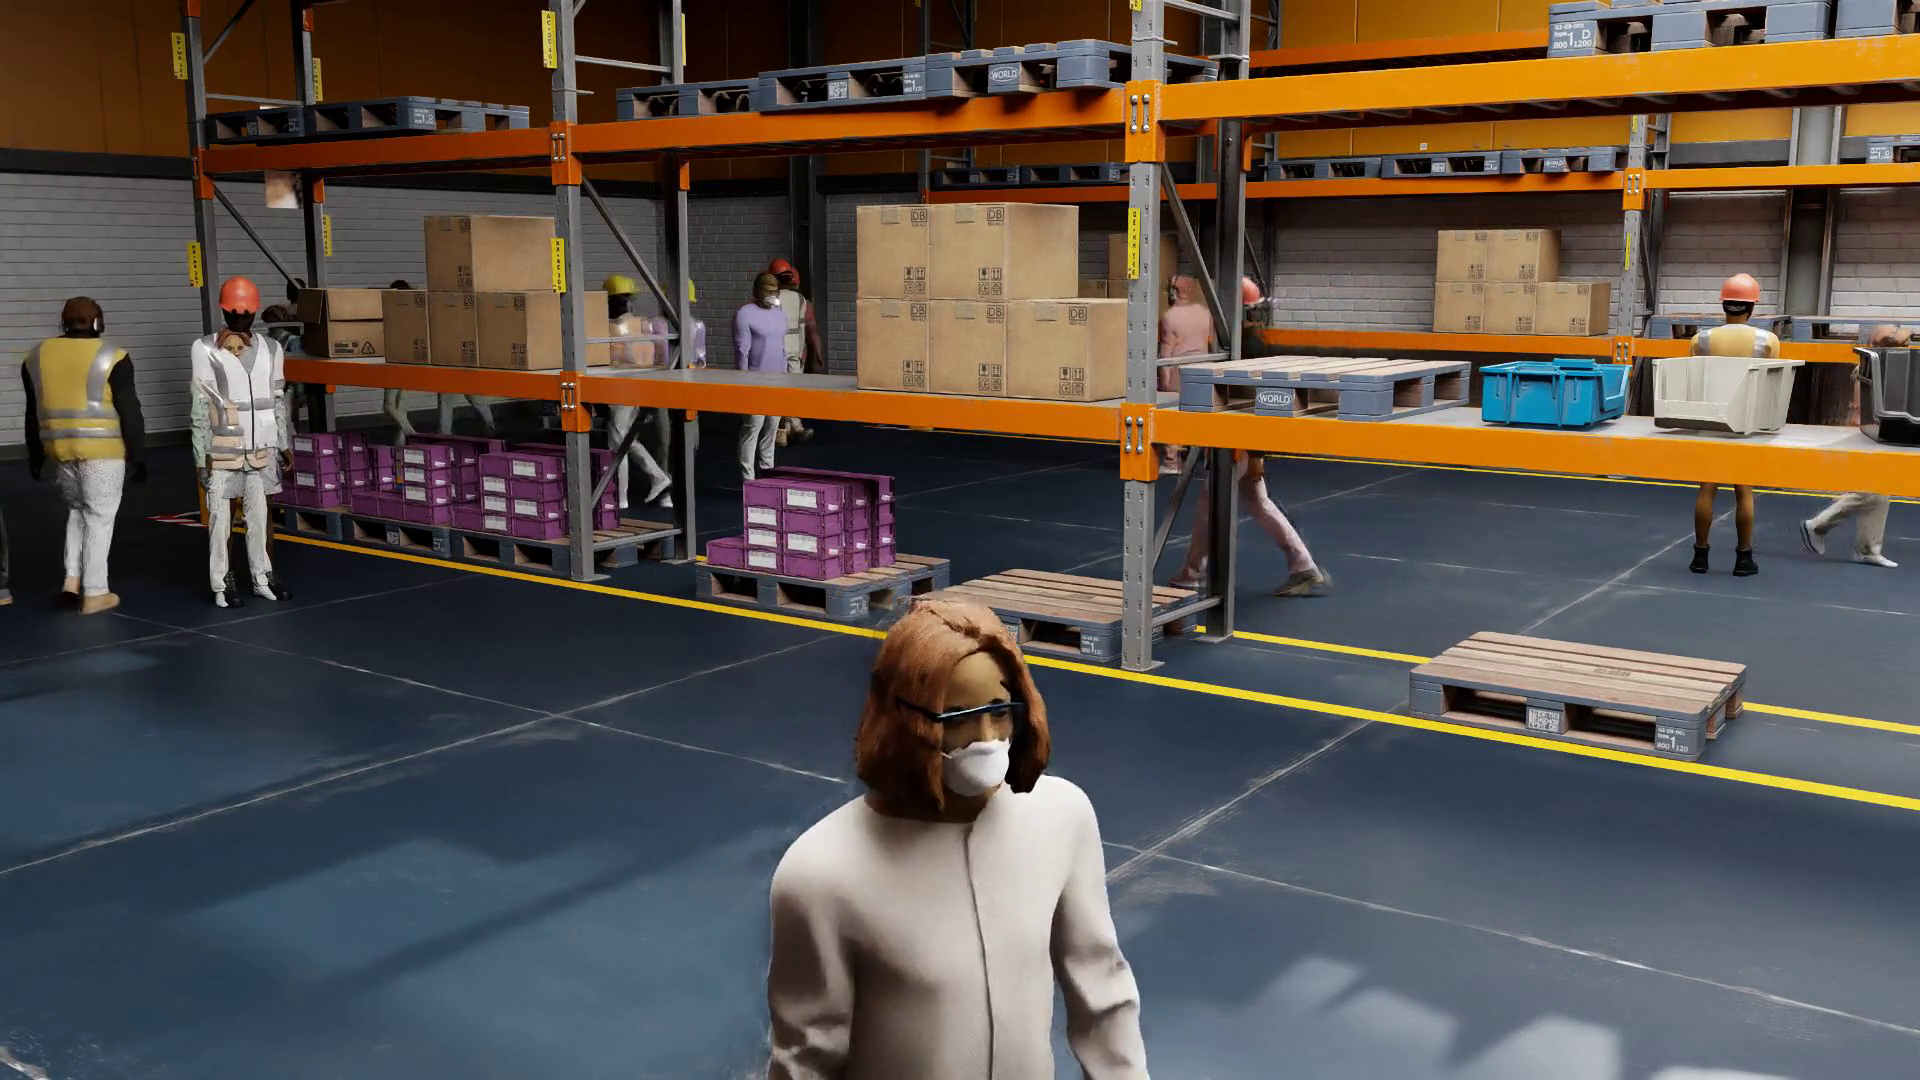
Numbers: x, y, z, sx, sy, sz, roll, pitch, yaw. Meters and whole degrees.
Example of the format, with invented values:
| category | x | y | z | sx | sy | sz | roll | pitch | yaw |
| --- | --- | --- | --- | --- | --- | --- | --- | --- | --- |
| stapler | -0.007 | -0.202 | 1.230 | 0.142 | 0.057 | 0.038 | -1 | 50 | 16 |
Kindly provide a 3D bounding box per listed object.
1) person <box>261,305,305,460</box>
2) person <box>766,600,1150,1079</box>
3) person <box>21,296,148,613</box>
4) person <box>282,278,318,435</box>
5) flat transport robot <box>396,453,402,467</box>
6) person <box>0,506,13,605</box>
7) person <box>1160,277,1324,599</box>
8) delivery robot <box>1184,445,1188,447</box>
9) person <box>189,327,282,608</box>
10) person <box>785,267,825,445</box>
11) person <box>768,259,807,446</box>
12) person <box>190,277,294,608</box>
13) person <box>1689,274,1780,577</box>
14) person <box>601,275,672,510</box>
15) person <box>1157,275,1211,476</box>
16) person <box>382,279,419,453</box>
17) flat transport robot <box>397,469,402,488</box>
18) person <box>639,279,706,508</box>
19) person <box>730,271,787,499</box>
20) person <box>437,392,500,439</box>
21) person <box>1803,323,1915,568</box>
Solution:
| category | x | y | z | sx | sy | sz | roll | pitch | yaw |
| --- | --- | --- | --- | --- | --- | --- | --- | --- | --- |
| person | -6.265 | -1.328 | 15.194 | 0.562 | 1.613 | 0.611 | 7 | 12 | 35 |
| person | 0.026 | 0.868 | 2.215 | 0.503 | 1.588 | 0.849 | -7 | 12 | -36 |
| person | -5.028 | -0.488 | 9.602 | 0.668 | 1.816 | 0.442 | 0 | 10 | 3 |
| person | -6.793 | -1.772 | 17.174 | 0.507 | 1.846 | 0.346 | 0 | 10 | 2 |
| flat transport robot | -5.144 | -0.639 | 15.103 | 0.652 | 0.197 | 1.431 | -3 | 10 | -17 |
| person | -5.830 | -0.587 | 9.701 | 0.392 | 1.985 | 0.610 | -9 | 13 | -44 |
| person | 1.691 | -0.595 | 9.892 | 1.048 | 1.945 | 0.626 | 1 | 10 | 7 |
| delivery robot | 2.357 | -1.165 | 17.113 | 0.707 | 0.478 | 0.477 | 6 | 11 | 32 |
| person | -4.256 | -0.430 | 9.800 | 0.308 | 1.638 | 0.511 | 9 | 13 | 43 |
| person | -1.812 | -2.035 | 18.426 | 0.621 | 1.948 | 0.968 | -8 | 12 | -39 |
| person | -1.957 | -2.049 | 18.235 | 0.375 | 2.044 | 0.604 | 8 | 12 | 38 |
| person | -4.199 | -0.573 | 9.788 | 0.374 | 1.929 | 0.542 | 9 | 13 | 44 |
| person | 4.959 | -0.733 | 10.711 | 0.543 | 1.939 | 0.360 | 6 | 11 | 31 |
| person | -2.692 | -1.186 | 13.519 | 0.538 | 1.912 | 0.595 | 2 | 10 | 10 |
| person | 2.099 | -1.532 | 15.584 | 0.648 | 1.890 | 0.576 | -8 | 12 | -38 |
| person | -5.630 | -1.711 | 16.839 | 0.556 | 1.838 | 0.552 | 6 | 11 | 30 |
| flat transport robot | -4.563 | -0.490 | 14.216 | 1.431 | 0.197 | 0.652 | -3 | 10 | -18 |
| person | -2.355 | -1.206 | 13.644 | 0.625 | 1.900 | 0.417 | -5 | 11 | -28 |
| person | -1.669 | -1.301 | 14.114 | 0.374 | 1.933 | 0.627 | 7 | 12 | 34 |
| person | -5.245 | -1.854 | 17.533 | 0.626 | 1.898 | 0.976 | 3 | 10 | 17 |
| person | 5.979 | -0.626 | 11.021 | 0.558 | 1.617 | 0.496 | -8 | 12 | -39 |
